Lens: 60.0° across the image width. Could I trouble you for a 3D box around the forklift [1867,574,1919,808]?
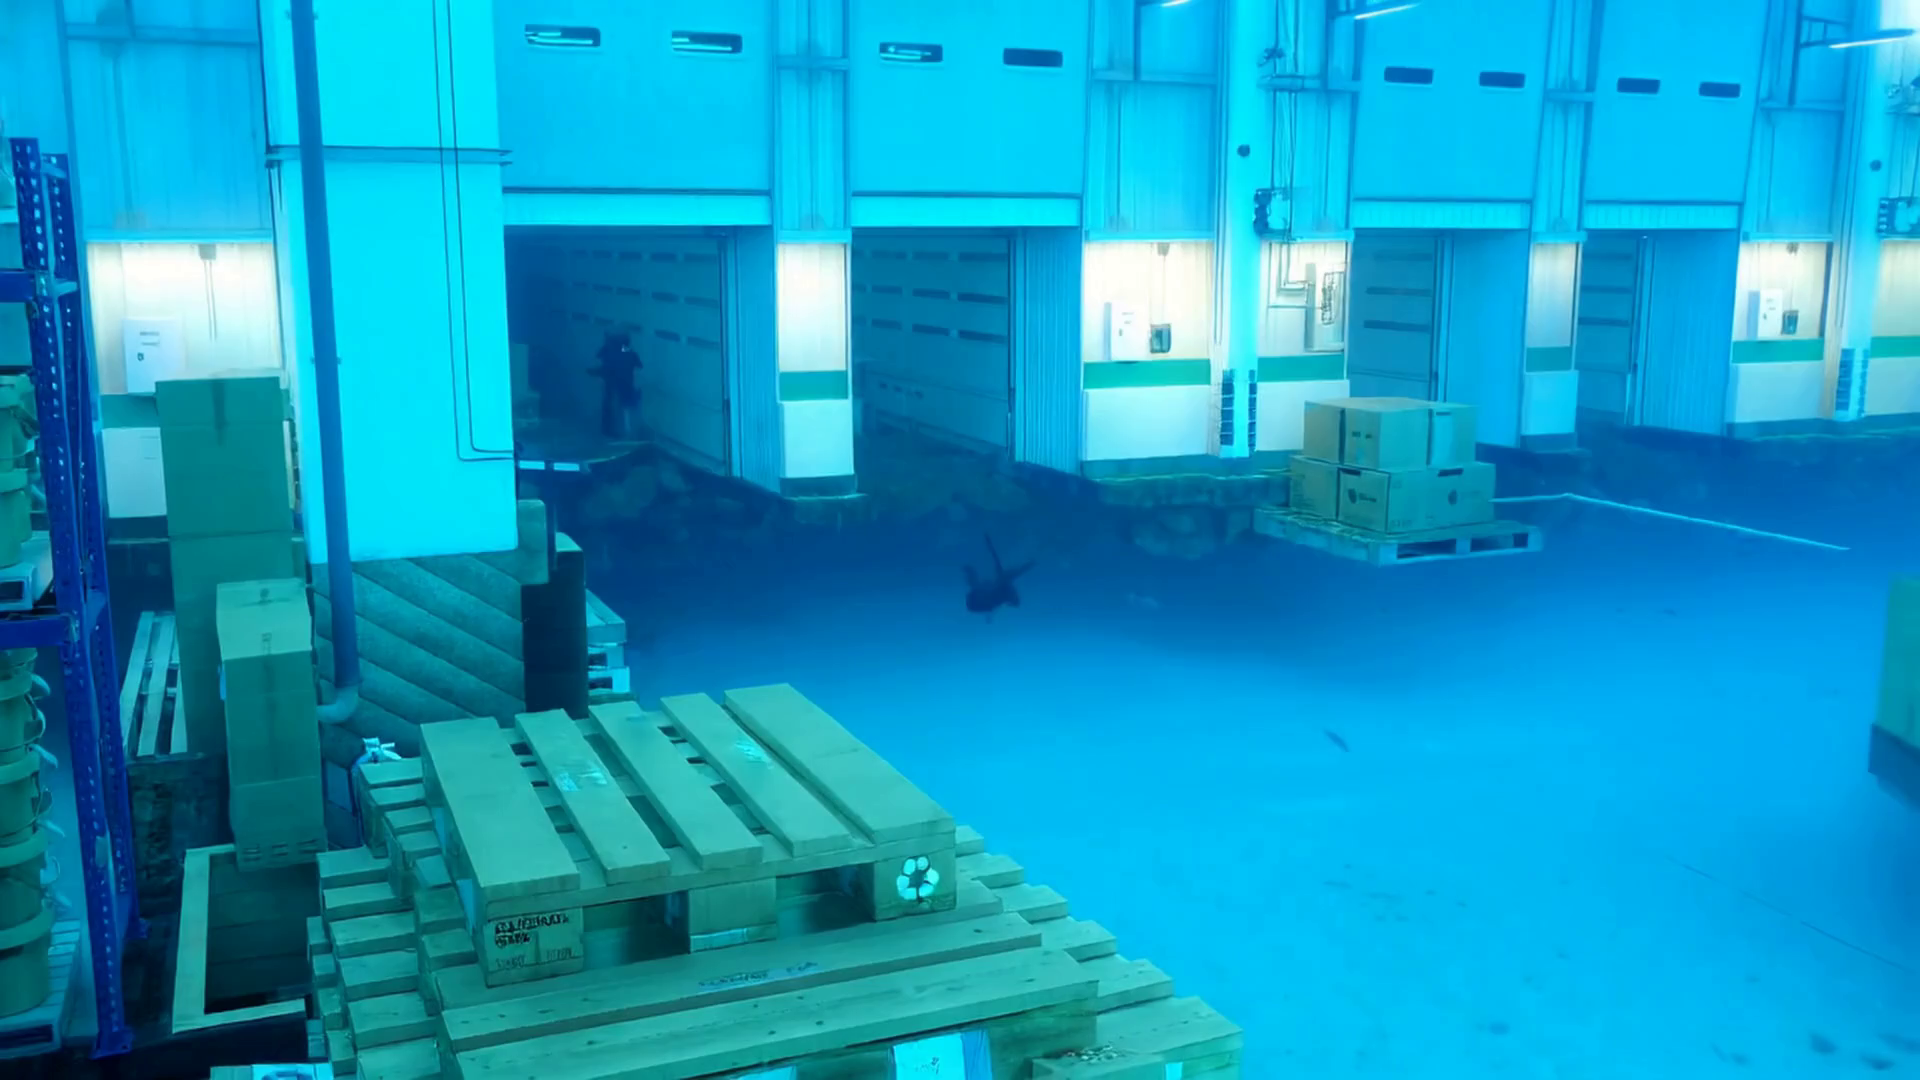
[{"bbox_3d":[5.046,-0.008,7.229,1.129,2.768,1.873,0,10,1],"label":"forklift"}]
